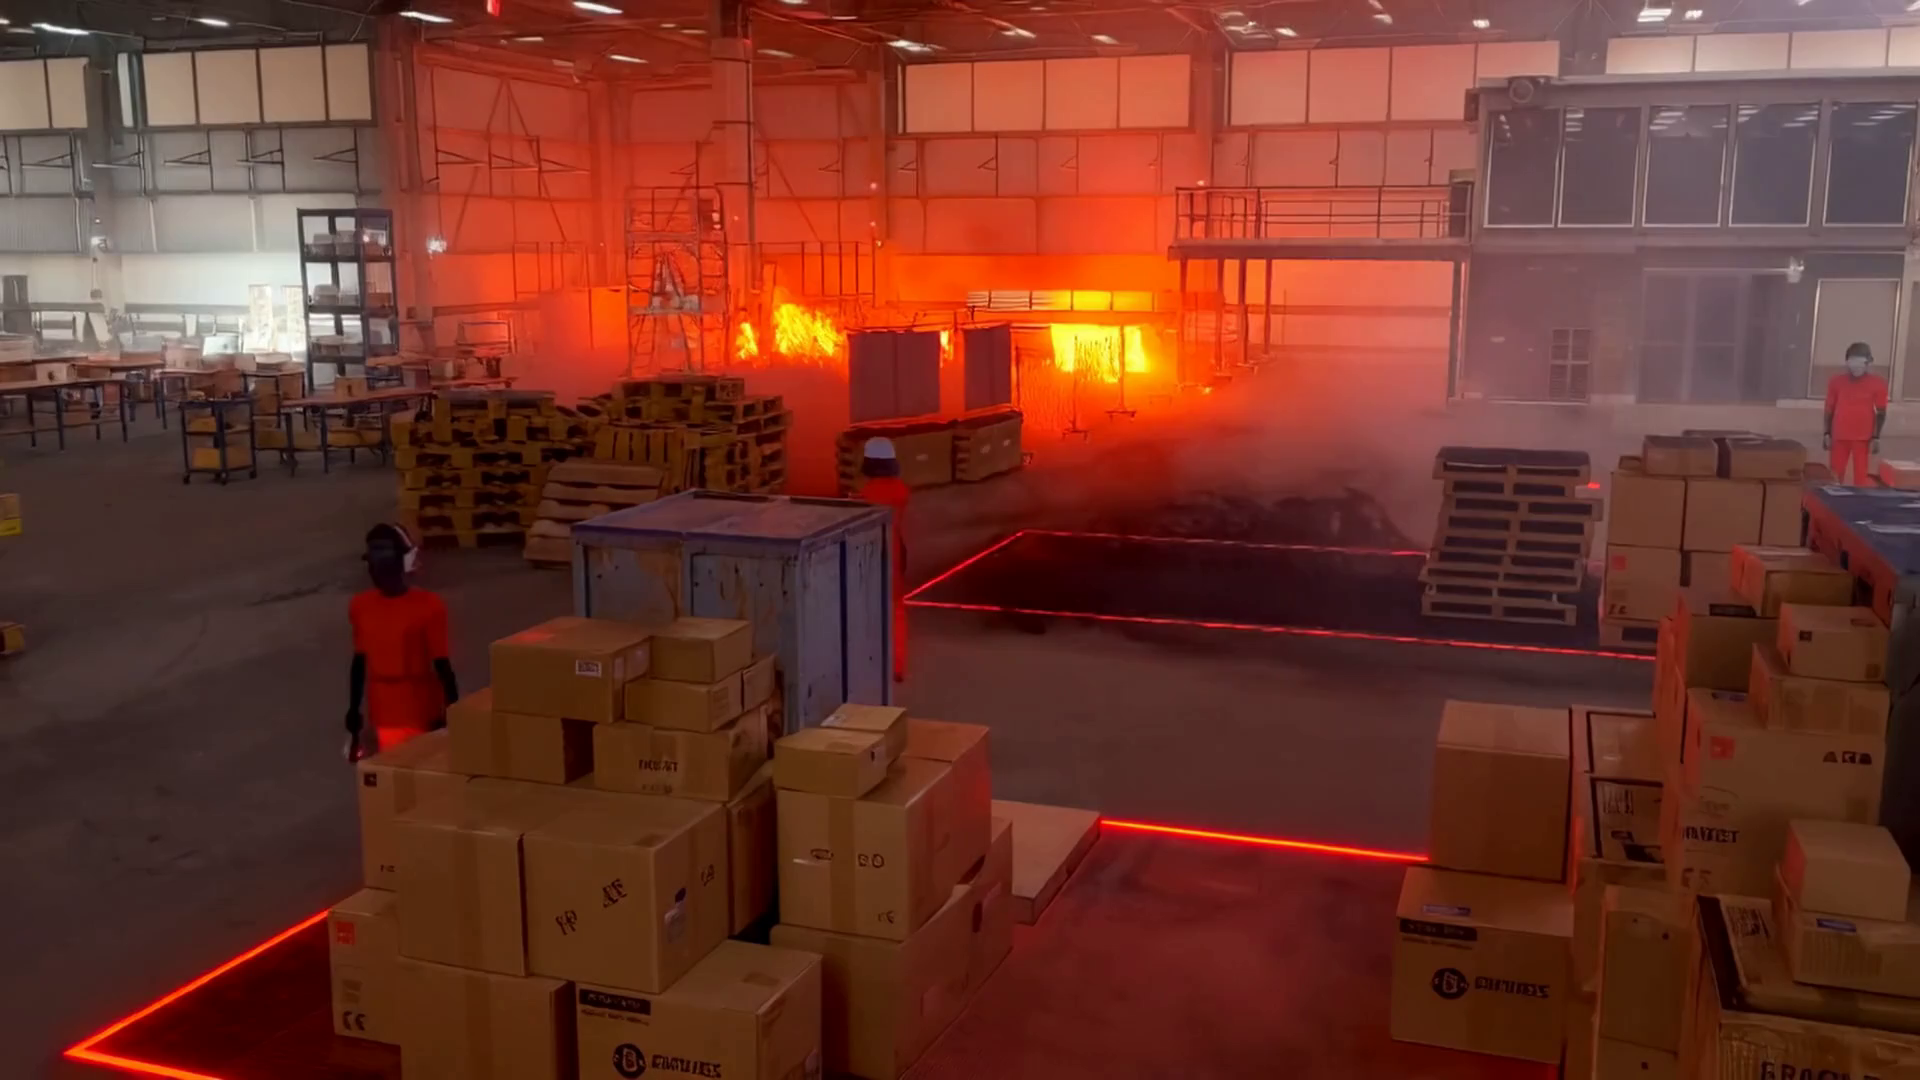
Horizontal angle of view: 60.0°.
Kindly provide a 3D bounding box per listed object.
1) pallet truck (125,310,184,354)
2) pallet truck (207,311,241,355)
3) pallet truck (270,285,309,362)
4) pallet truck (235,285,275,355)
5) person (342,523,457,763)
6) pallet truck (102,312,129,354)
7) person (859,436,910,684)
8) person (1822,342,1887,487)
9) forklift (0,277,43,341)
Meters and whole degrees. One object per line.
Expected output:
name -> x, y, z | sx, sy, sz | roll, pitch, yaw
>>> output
pallet truck -> -22.038, -5.665, 45.457 | 0.704, 1.261, 1.522 | 3, 11, 17
pallet truck -> -19.537, -5.575, 44.913 | 0.653, 1.274, 1.630 | 3, 11, 19
pallet truck -> -17.147, -5.700, 43.663 | 0.823, 1.965, 1.885 | 3, 11, 17
pallet truck -> -18.327, -5.835, 44.421 | 0.823, 1.965, 1.885 | 4, 11, 23
person -> -2.497, 0.810, 7.515 | 0.533, 1.823, 0.950 | 4, 11, 22
pallet truck -> -23.057, -5.777, 46.261 | 0.680, 1.201, 1.601 | 3, 11, 19
person -> -0.553, 0.145, 11.506 | 0.481, 1.725, 0.503 | 9, 13, 40
person -> 9.631, -1.137, 17.969 | 0.378, 1.995, 0.609 | -9, 14, -42
forklift -> -27.151, -6.329, 46.328 | 1.157, 1.987, 2.680 | 3, 11, 17
